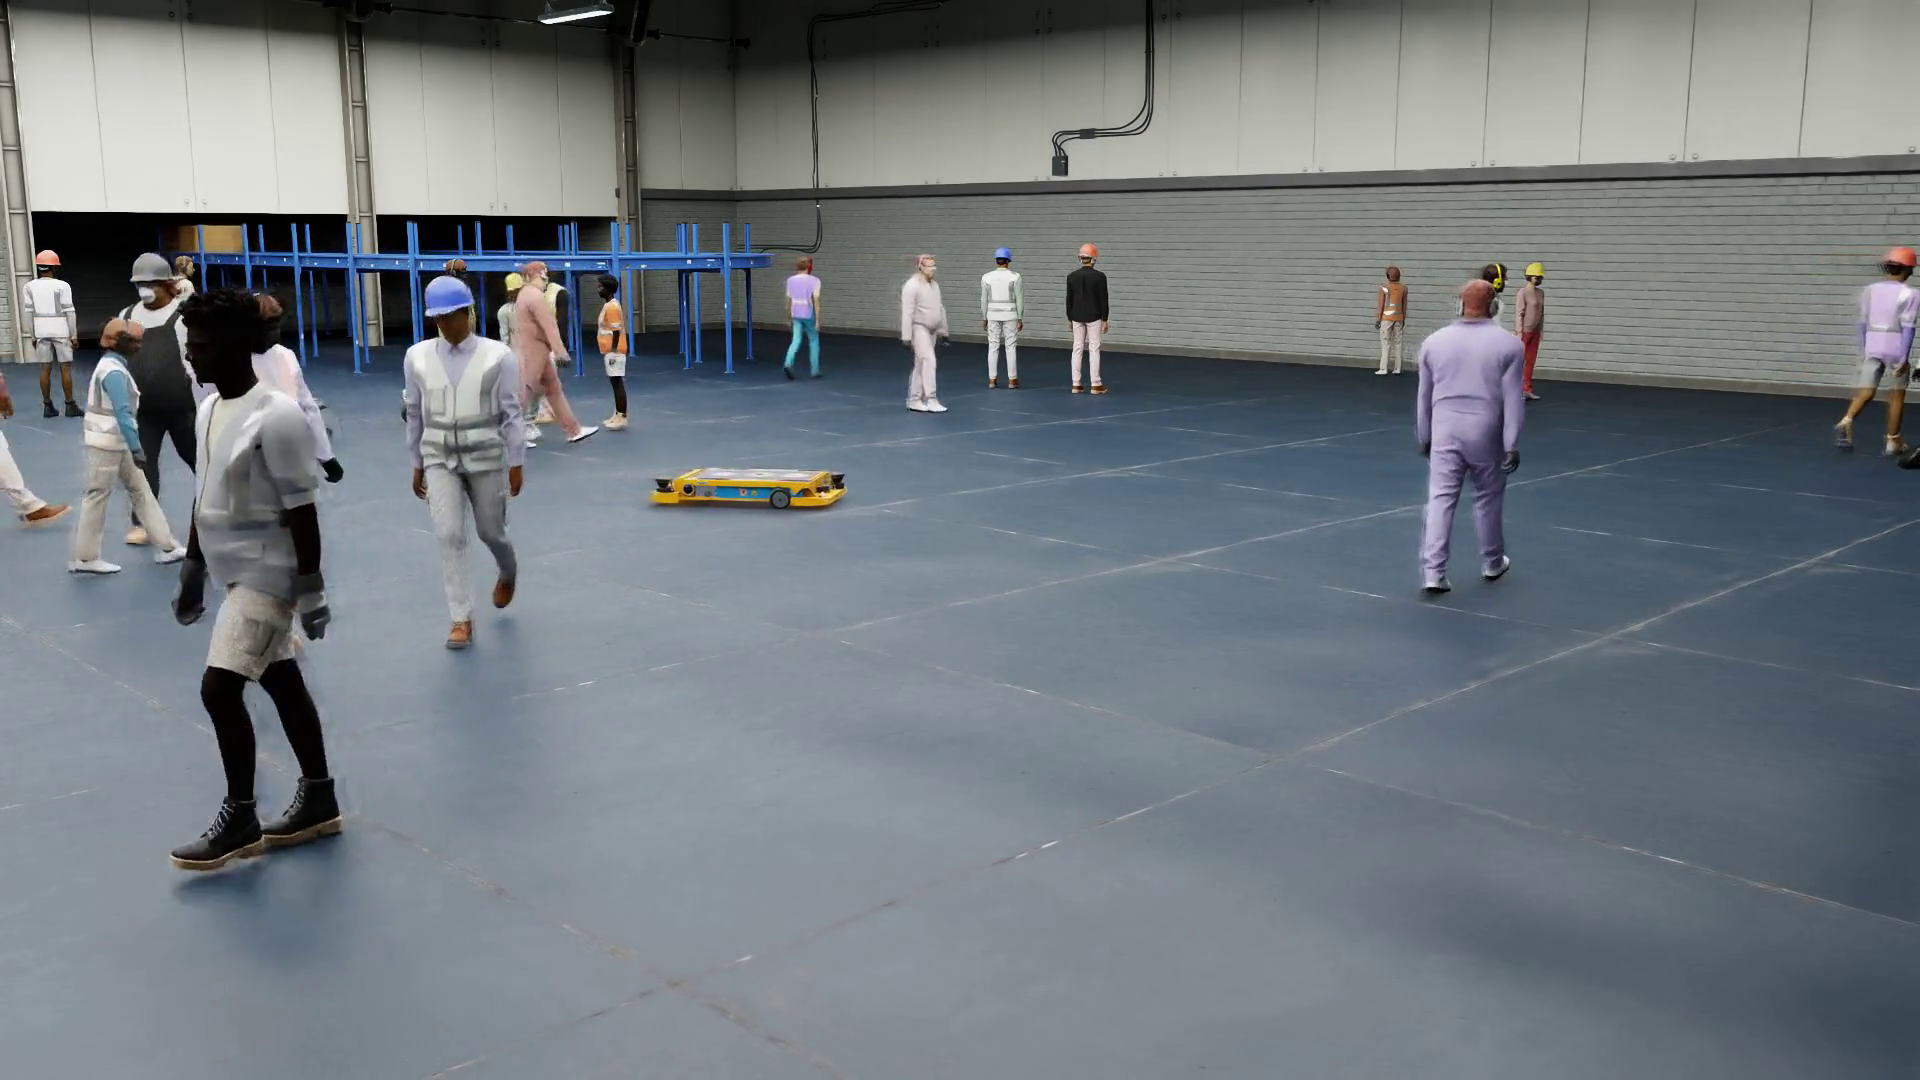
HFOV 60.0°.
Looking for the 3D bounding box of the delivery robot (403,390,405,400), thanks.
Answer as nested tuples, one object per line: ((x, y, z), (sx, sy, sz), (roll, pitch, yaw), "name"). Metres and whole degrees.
((-5.828, -1.584, 18.579), (0.707, 0.478, 0.477), (-5, 12, -26), "delivery robot")

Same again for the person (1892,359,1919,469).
((9.091, -1.600, 15.170), (0.974, 1.900, 0.556), (0, 10, 0), "person")

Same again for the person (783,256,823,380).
((-2.322, -3.277, 24.522), (0.574, 1.819, 0.869), (4, 11, 23), "person")

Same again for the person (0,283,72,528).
((-7.089, -1.046, 12.027), (1.040, 1.933, 0.639), (-3, 11, -17), "person")

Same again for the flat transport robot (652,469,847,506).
((-1.673, -0.431, 13.321), (1.431, 0.197, 0.652), (2, 10, 8), "flat transport robot")

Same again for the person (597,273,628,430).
((-3.808, -2.063, 18.210), (0.317, 1.696, 0.540), (-3, 11, -16), "person")

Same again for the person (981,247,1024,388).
((0.596, -3.089, 23.148), (0.602, 1.939, 0.397), (3, 11, 14), "person")

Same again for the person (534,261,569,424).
((-4.682, -2.189, 18.558), (0.647, 1.821, 0.545), (4, 11, 21), "person")

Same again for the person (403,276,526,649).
((-2.598, -0.442, 8.821), (0.616, 1.913, 0.838), (-1, 10, -5), "person")

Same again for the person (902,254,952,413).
((-0.326, -2.457, 19.878), (0.791, 1.881, 0.649), (6, 12, 28), "person")

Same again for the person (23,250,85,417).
((-10.611, -2.415, 19.479), (0.550, 1.937, 0.357), (-1, 10, -3), "person")

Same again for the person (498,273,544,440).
((-4.552, -1.924, 17.412), (0.511, 1.740, 0.428), (-7, 13, -35), "person")

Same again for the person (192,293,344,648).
((-3.627, -0.366, 8.642), (0.624, 1.813, 0.640), (4, 11, 21), "person")

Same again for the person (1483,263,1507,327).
((4.965, -1.705, 15.849), (0.584, 1.851, 0.535), (-4, 11, -19), "person")

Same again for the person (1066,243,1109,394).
((1.719, -2.970, 22.344), (0.611, 1.997, 0.375), (6, 12, 29), "person")

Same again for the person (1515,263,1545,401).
((7.335, -2.675, 21.390), (0.518, 1.757, 0.338), (-8, 13, -37), "person")

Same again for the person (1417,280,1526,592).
((3.062, -0.628, 9.990), (0.658, 1.843, 1.016), (6, 12, 31), "person")

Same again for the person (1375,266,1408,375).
((6.539, -3.318, 25.214), (0.517, 1.641, 0.308), (-4, 11, -19), "person")

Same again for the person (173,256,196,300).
((-10.151, -2.796, 21.813), (0.511, 1.842, 0.327), (8, 13, 36), "person")

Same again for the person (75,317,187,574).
((-5.202, -0.589, 10.413), (0.801, 1.592, 0.524), (-4, 11, -23), "person")

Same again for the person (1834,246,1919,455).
((8.873, -1.814, 16.013), (0.856, 2.018, 0.608), (-6, 12, -29), "person")

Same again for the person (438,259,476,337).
((-5.931, -2.393, 19.663), (0.430, 1.835, 0.619), (2, 11, 13), "person")

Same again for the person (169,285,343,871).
((-2.479, 0.127, 5.591), (0.762, 1.935, 0.617), (-9, 14, -42), "person")

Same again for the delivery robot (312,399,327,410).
((-6.850, -1.437, 17.068), (0.335, 0.223, 0.698), (6, 12, 31), "delivery robot")

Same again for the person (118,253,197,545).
((-5.566, -1.025, 11.732), (0.687, 2.000, 0.987), (1, 10, 4), "person")

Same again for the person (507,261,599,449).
((-4.136, -1.848, 16.643), (0.983, 1.840, 0.681), (-4, 11, -19), "person")
